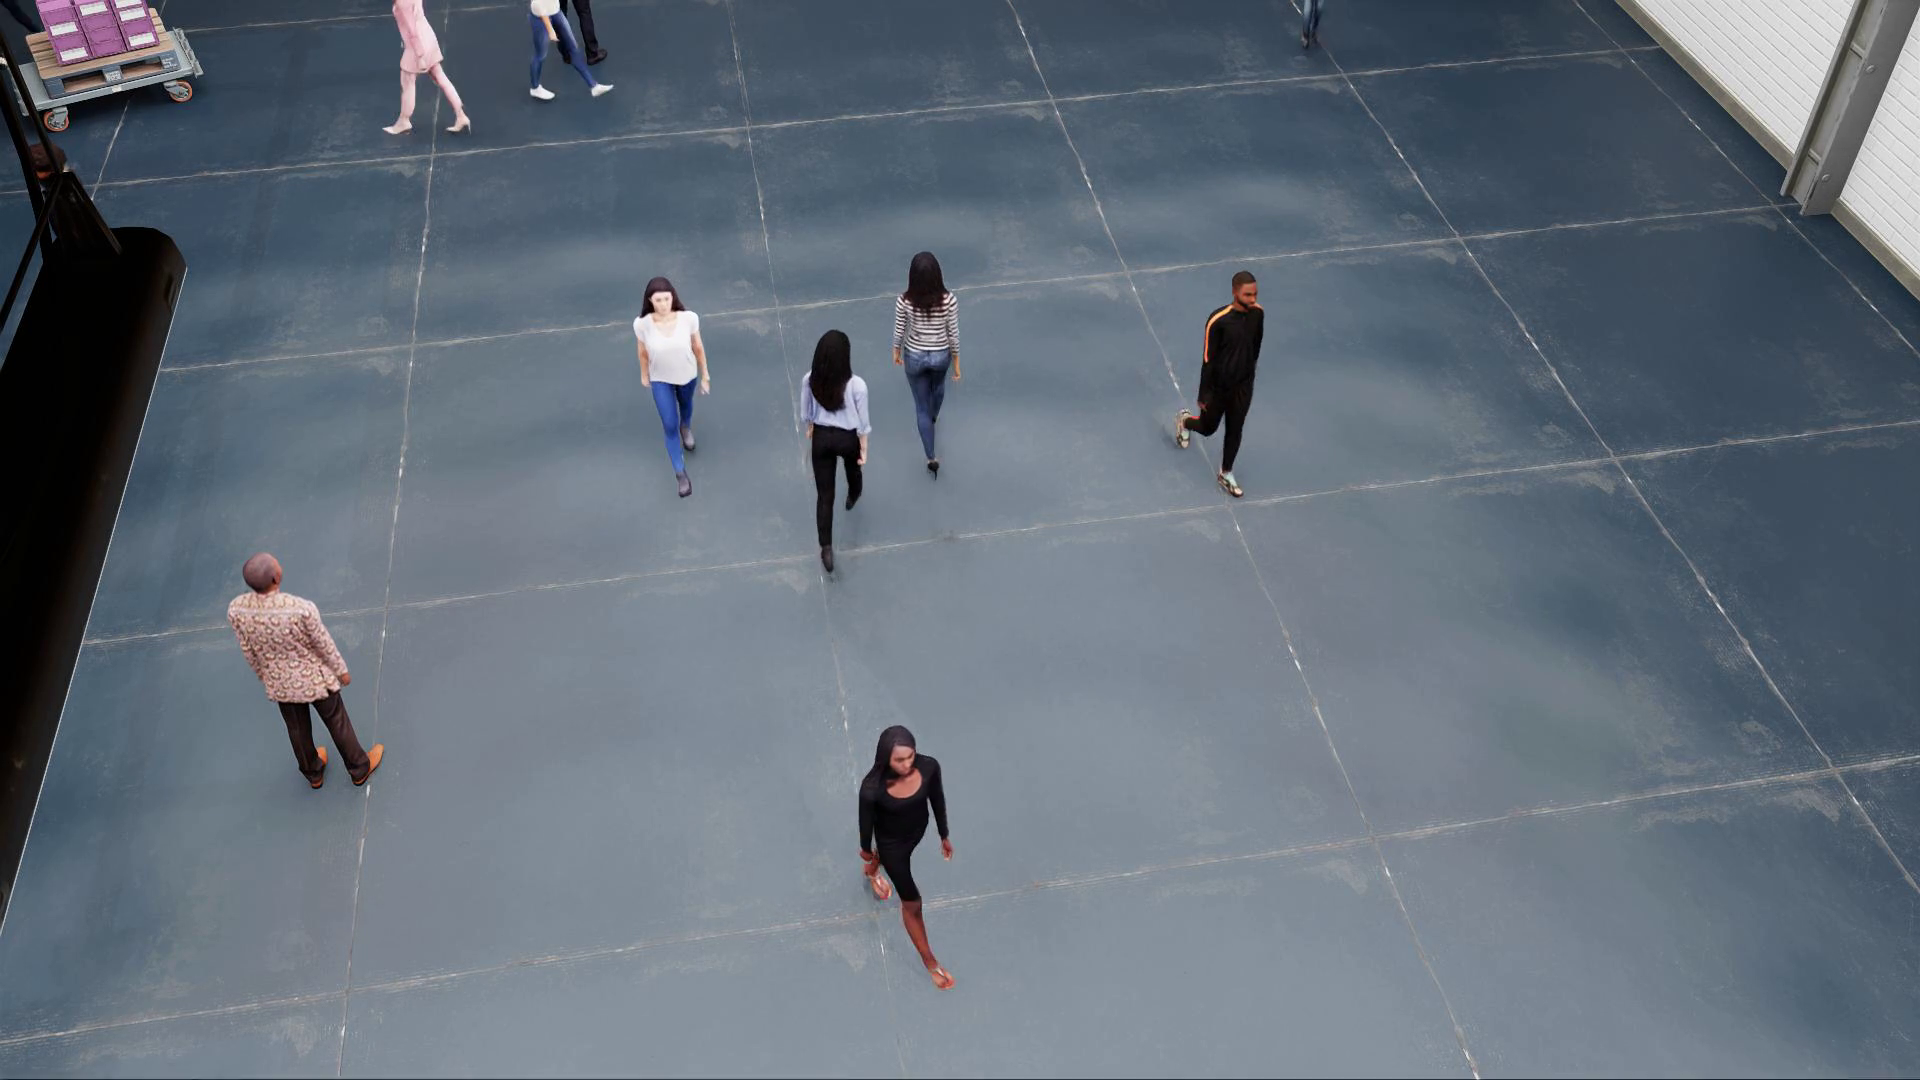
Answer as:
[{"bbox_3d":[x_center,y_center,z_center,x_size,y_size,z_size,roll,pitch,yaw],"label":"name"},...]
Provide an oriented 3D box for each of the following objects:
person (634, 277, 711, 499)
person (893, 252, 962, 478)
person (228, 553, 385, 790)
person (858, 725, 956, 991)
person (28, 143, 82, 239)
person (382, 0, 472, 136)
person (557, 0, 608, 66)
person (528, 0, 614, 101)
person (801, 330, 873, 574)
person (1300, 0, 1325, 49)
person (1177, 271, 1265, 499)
[{"bbox_3d":[-2.047,-1.198,11.889,0.699,1.633,1.148,-11,45,-11],"label":"person"},{"bbox_3d":[-0.225,-1.182,11.777,0.667,1.765,0.984,-4,44,-4],"label":"person"},{"bbox_3d":[-3.849,0.781,9.685,0.734,1.807,0.647,0,44,0],"label":"person"},{"bbox_3d":[-0.357,1.550,8.980,0.968,1.667,1.282,-25,49,-24],"label":"person"},{"bbox_3d":[-6.810,-2.306,12.947,0.774,1.777,0.663,-28,50,-26],"label":"person"},{"bbox_3d":[-4.860,-4.510,15.269,0.812,1.765,1.010,1,44,1],"label":"person"},{"bbox_3d":[-3.876,-5.573,16.330,0.782,1.841,0.736,7,44,7],"label":"person"},{"bbox_3d":[-4.003,-4.926,15.769,1.030,1.679,1.114,13,45,14],"label":"person"},{"bbox_3d":[-0.844,-0.567,11.188,0.930,1.686,1.236,7,44,7],"label":"person"},{"bbox_3d":[3.592,-5.585,16.739,0.581,1.295,0.737,1,44,1],"label":"person"},{"bbox_3d":[1.833,-1.156,11.730,0.748,1.792,1.030,-16,46,-16],"label":"person"}]
